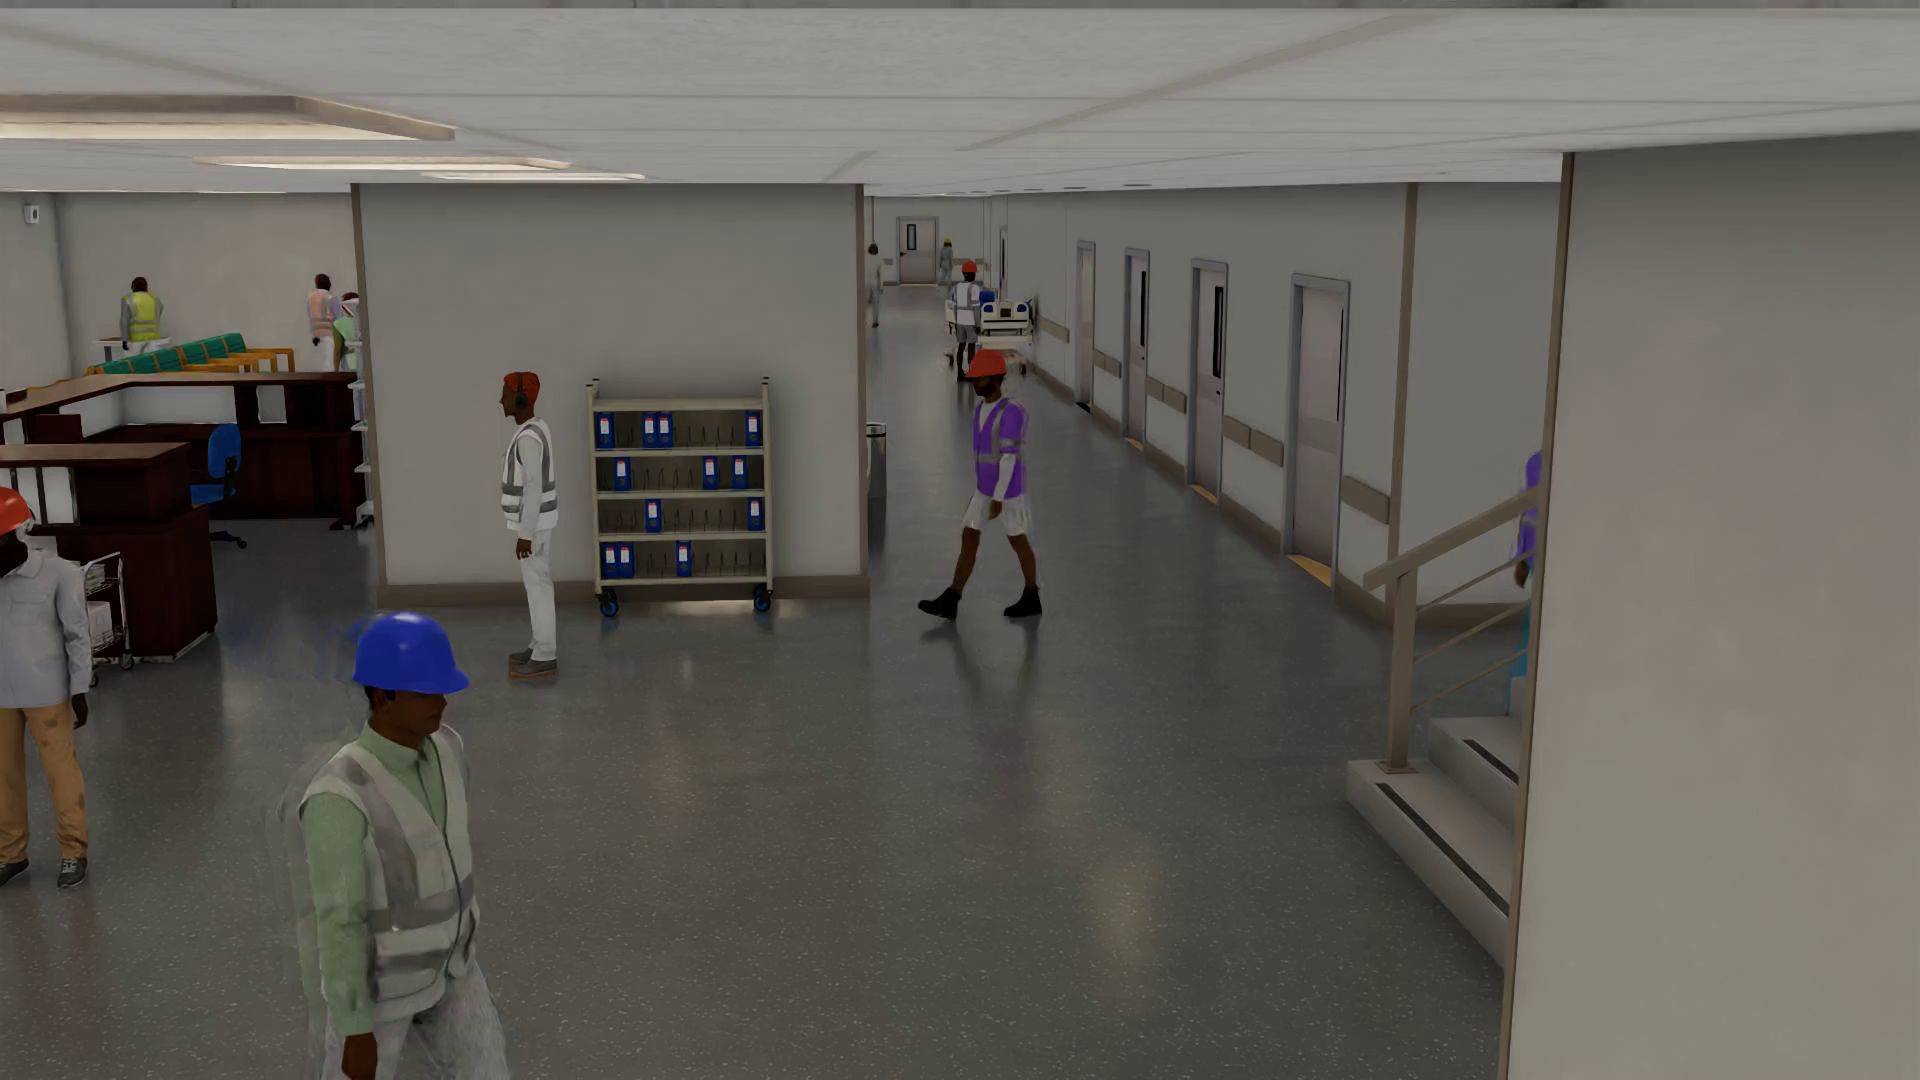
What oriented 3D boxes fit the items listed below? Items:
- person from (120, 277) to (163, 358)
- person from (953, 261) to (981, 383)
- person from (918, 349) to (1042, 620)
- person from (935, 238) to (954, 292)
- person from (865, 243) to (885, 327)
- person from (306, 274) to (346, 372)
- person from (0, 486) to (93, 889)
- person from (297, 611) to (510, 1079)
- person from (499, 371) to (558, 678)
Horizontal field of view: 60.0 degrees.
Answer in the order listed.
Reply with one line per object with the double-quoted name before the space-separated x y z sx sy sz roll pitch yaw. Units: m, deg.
"person" -11.979 -2.930 24.291 0.684 1.802 0.662 10 15 40
"person" 0.138 -3.500 26.719 0.375 1.939 0.546 -11 16 -42
"person" 0.175 -0.362 11.474 0.971 1.885 0.569 -7 13 -30
"person" -0.473 -8.684 52.590 0.511 1.720 0.580 8 14 33
"person" -2.031 -5.831 38.142 0.642 1.924 0.565 3 12 14
"person" -9.420 -3.069 24.914 0.729 1.816 0.565 8 14 33
"person" -3.966 0.628 7.021 0.563 1.741 0.339 -1 12 -5
"person" -1.522 1.105 4.343 0.983 1.912 0.633 4 12 17
"person" -2.650 -0.096 10.219 0.355 1.882 0.576 -3 12 -13
